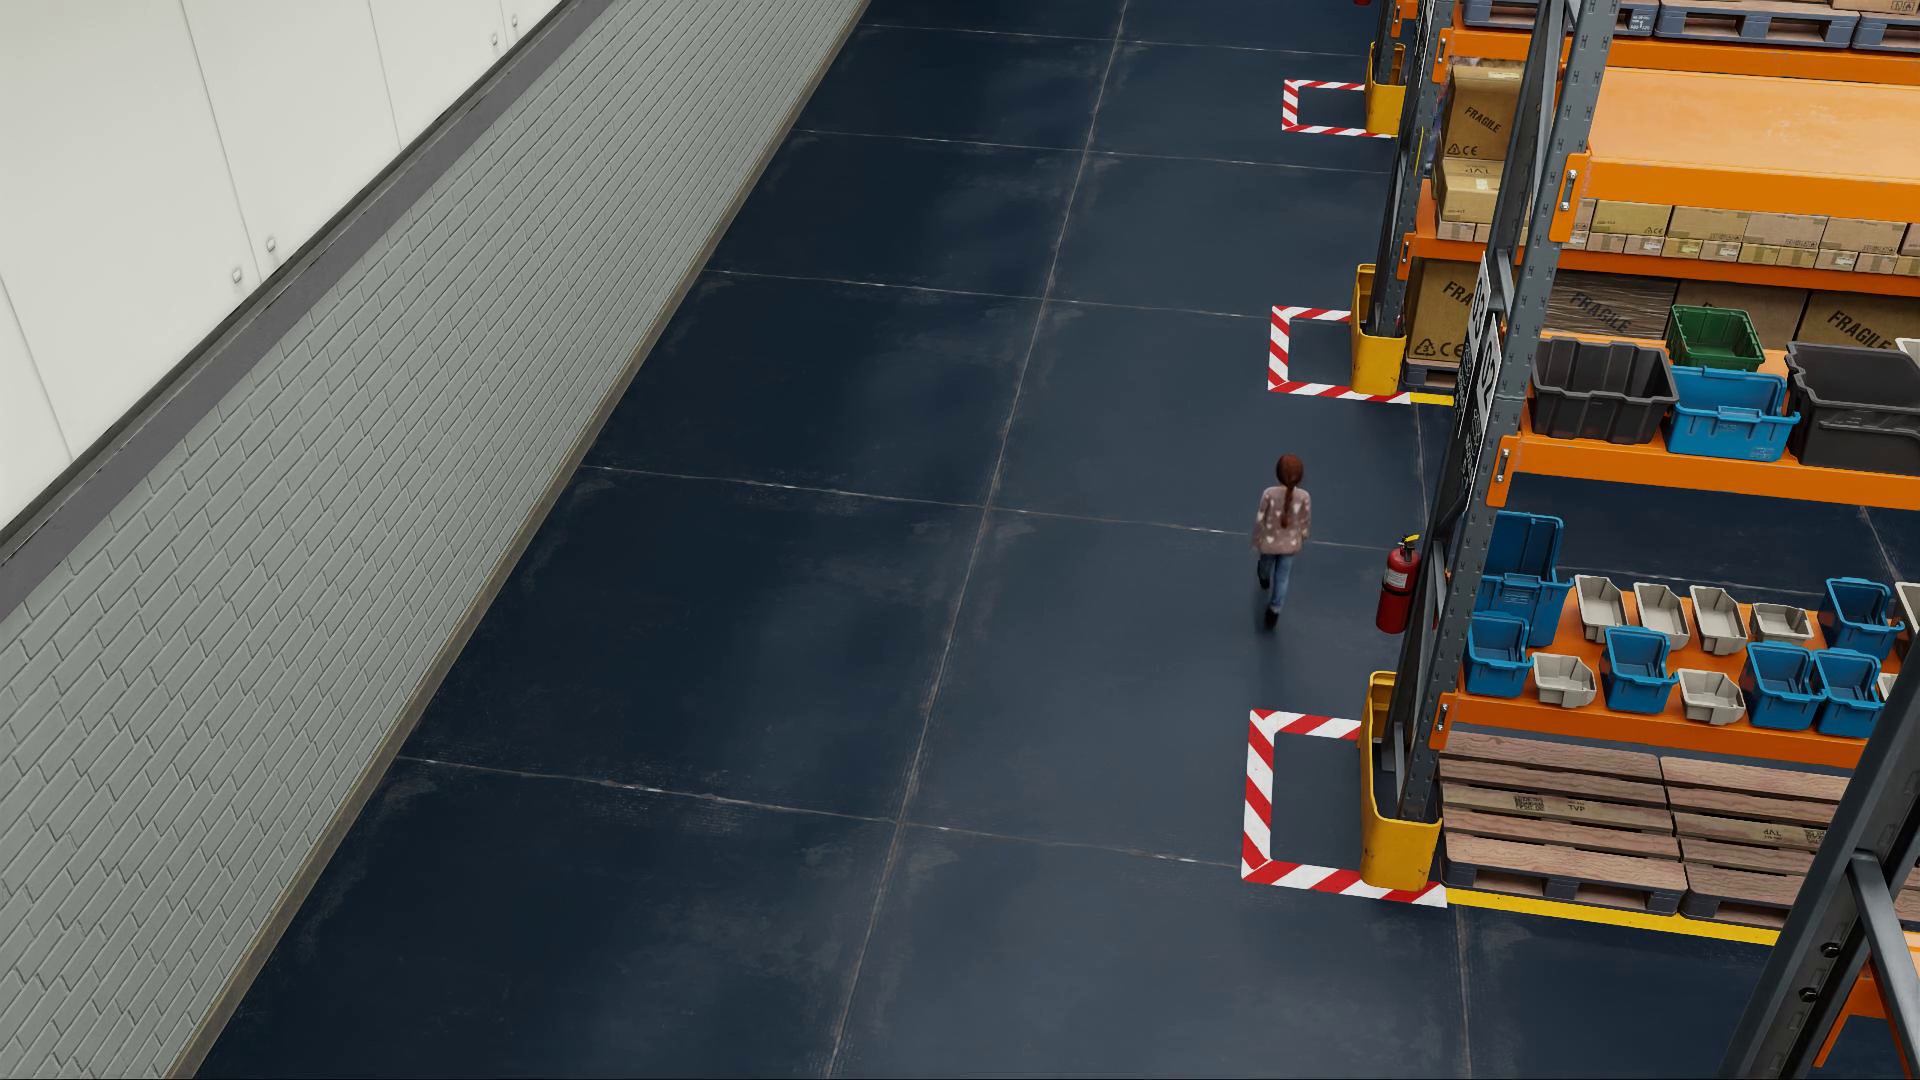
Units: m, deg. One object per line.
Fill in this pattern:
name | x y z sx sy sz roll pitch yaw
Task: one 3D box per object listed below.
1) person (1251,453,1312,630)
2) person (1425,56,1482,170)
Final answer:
person | 1.971 0.031 10.235 0.722 1.167 0.570 5 38 7
person | 4.652 -4.109 15.140 1.056 1.820 0.863 17 40 21
